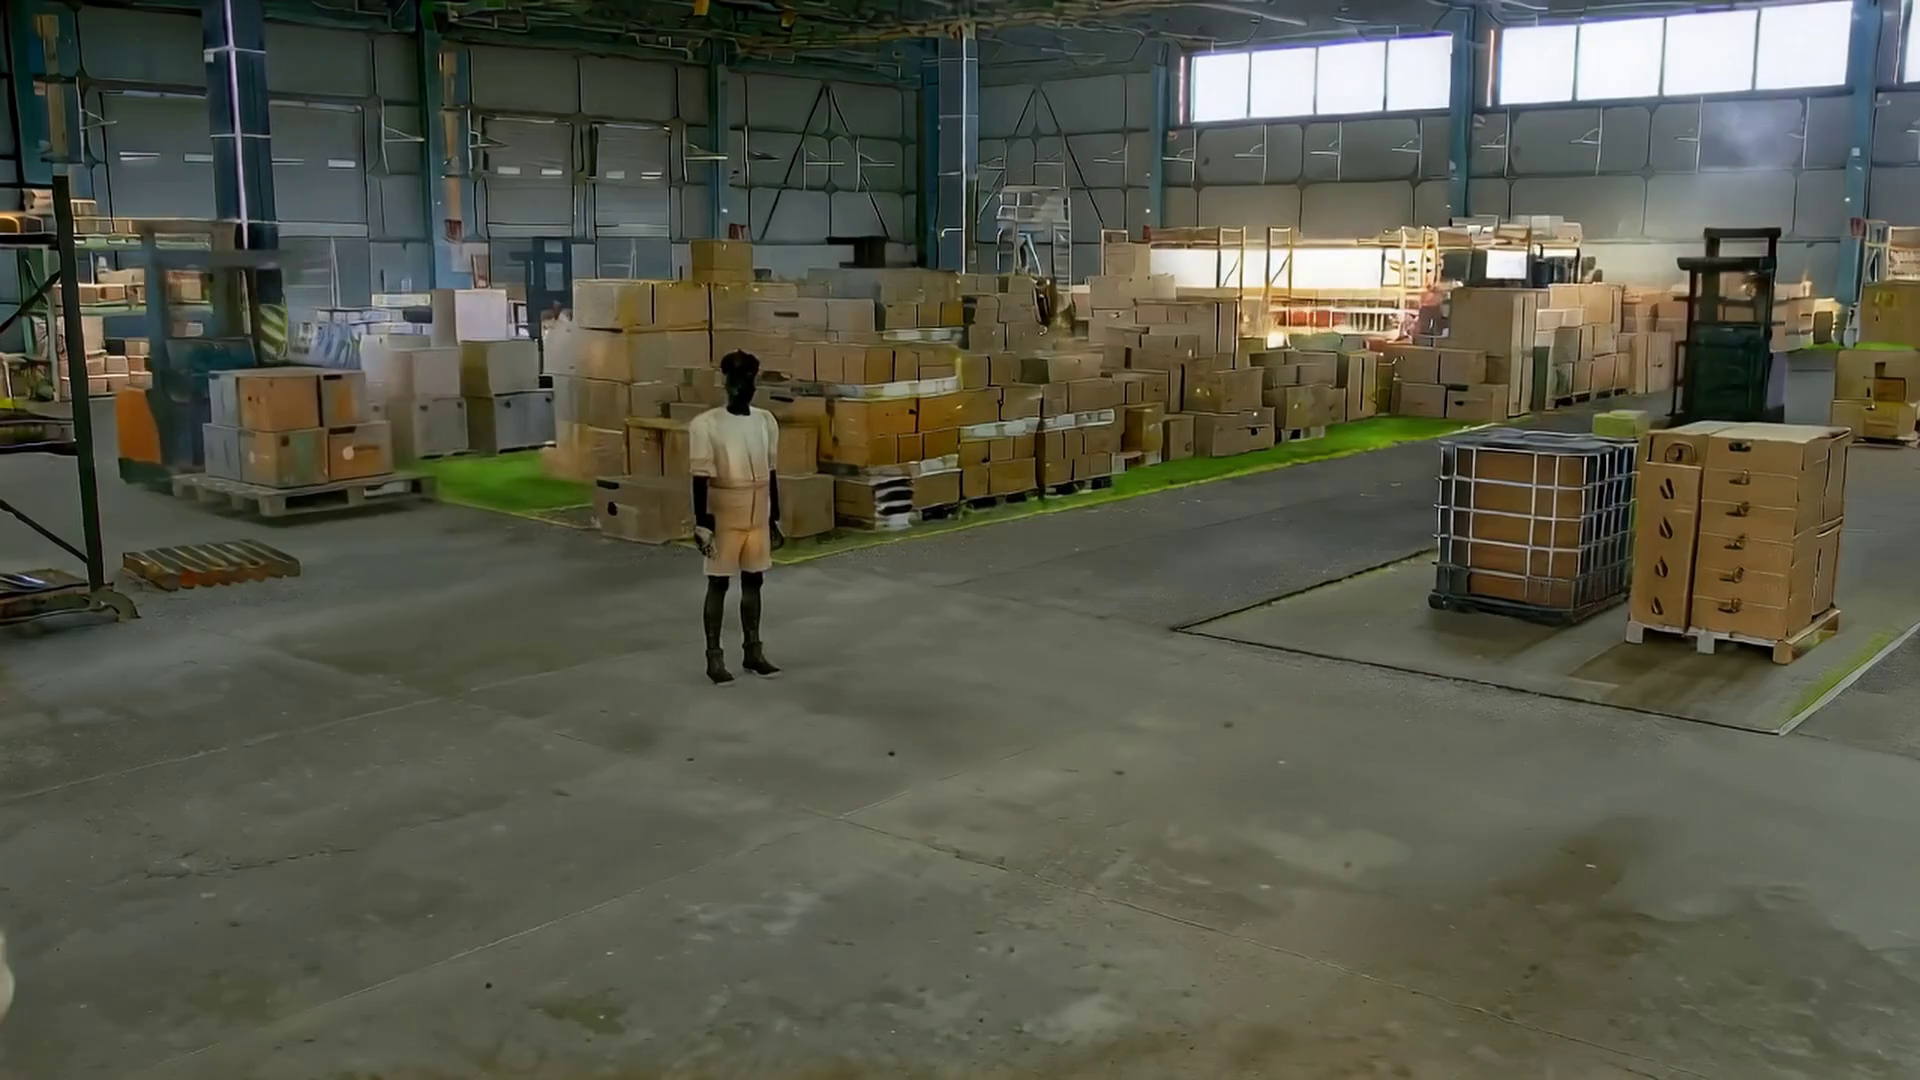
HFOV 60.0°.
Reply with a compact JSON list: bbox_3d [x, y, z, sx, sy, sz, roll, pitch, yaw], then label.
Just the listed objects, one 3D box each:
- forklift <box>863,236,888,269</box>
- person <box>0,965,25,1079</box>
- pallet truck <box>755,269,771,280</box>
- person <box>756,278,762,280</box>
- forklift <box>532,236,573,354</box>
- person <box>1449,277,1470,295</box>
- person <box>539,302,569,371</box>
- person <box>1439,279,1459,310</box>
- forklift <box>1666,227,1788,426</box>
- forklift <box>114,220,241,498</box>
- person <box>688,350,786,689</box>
[{"bbox_3d":[-2.001,-5.814,39.492,1.873,2.768,1.129,2,10,14],"label":"forklift"},{"bbox_3d":[-1.043,1.266,1.908,0.553,1.923,0.568,-4,11,-21],"label":"person"},{"bbox_3d":[-4.996,-6.432,45.525,1.885,1.965,0.823,-6,12,-32],"label":"pallet truck"},{"bbox_3d":[-4.444,-4.925,37.292,0.631,1.867,0.475,2,10,11],"label":"person"},{"bbox_3d":[-9.587,-5.788,39.344,1.873,2.768,1.129,8,13,40],"label":"forklift"},{"bbox_3d":[11.168,-4.920,37.126,0.651,1.919,0.624,6,12,31],"label":"person"},{"bbox_3d":[-7.138,-3.400,29.428,0.529,1.591,0.875,4,11,20],"label":"person"},{"bbox_3d":[10.077,-4.382,34.077,0.555,1.922,0.402,0,10,1],"label":"person"},{"bbox_3d":[10.869,-2.974,23.322,1.129,2.768,1.873,8,13,39],"label":"forklift"},{"bbox_3d":[-8.062,-1.958,17.538,1.873,2.768,1.129,8,13,40],"label":"forklift"},{"bbox_3d":[-1.295,-0.127,9.733,0.600,1.959,0.375,-8,13,-39],"label":"person"}]
